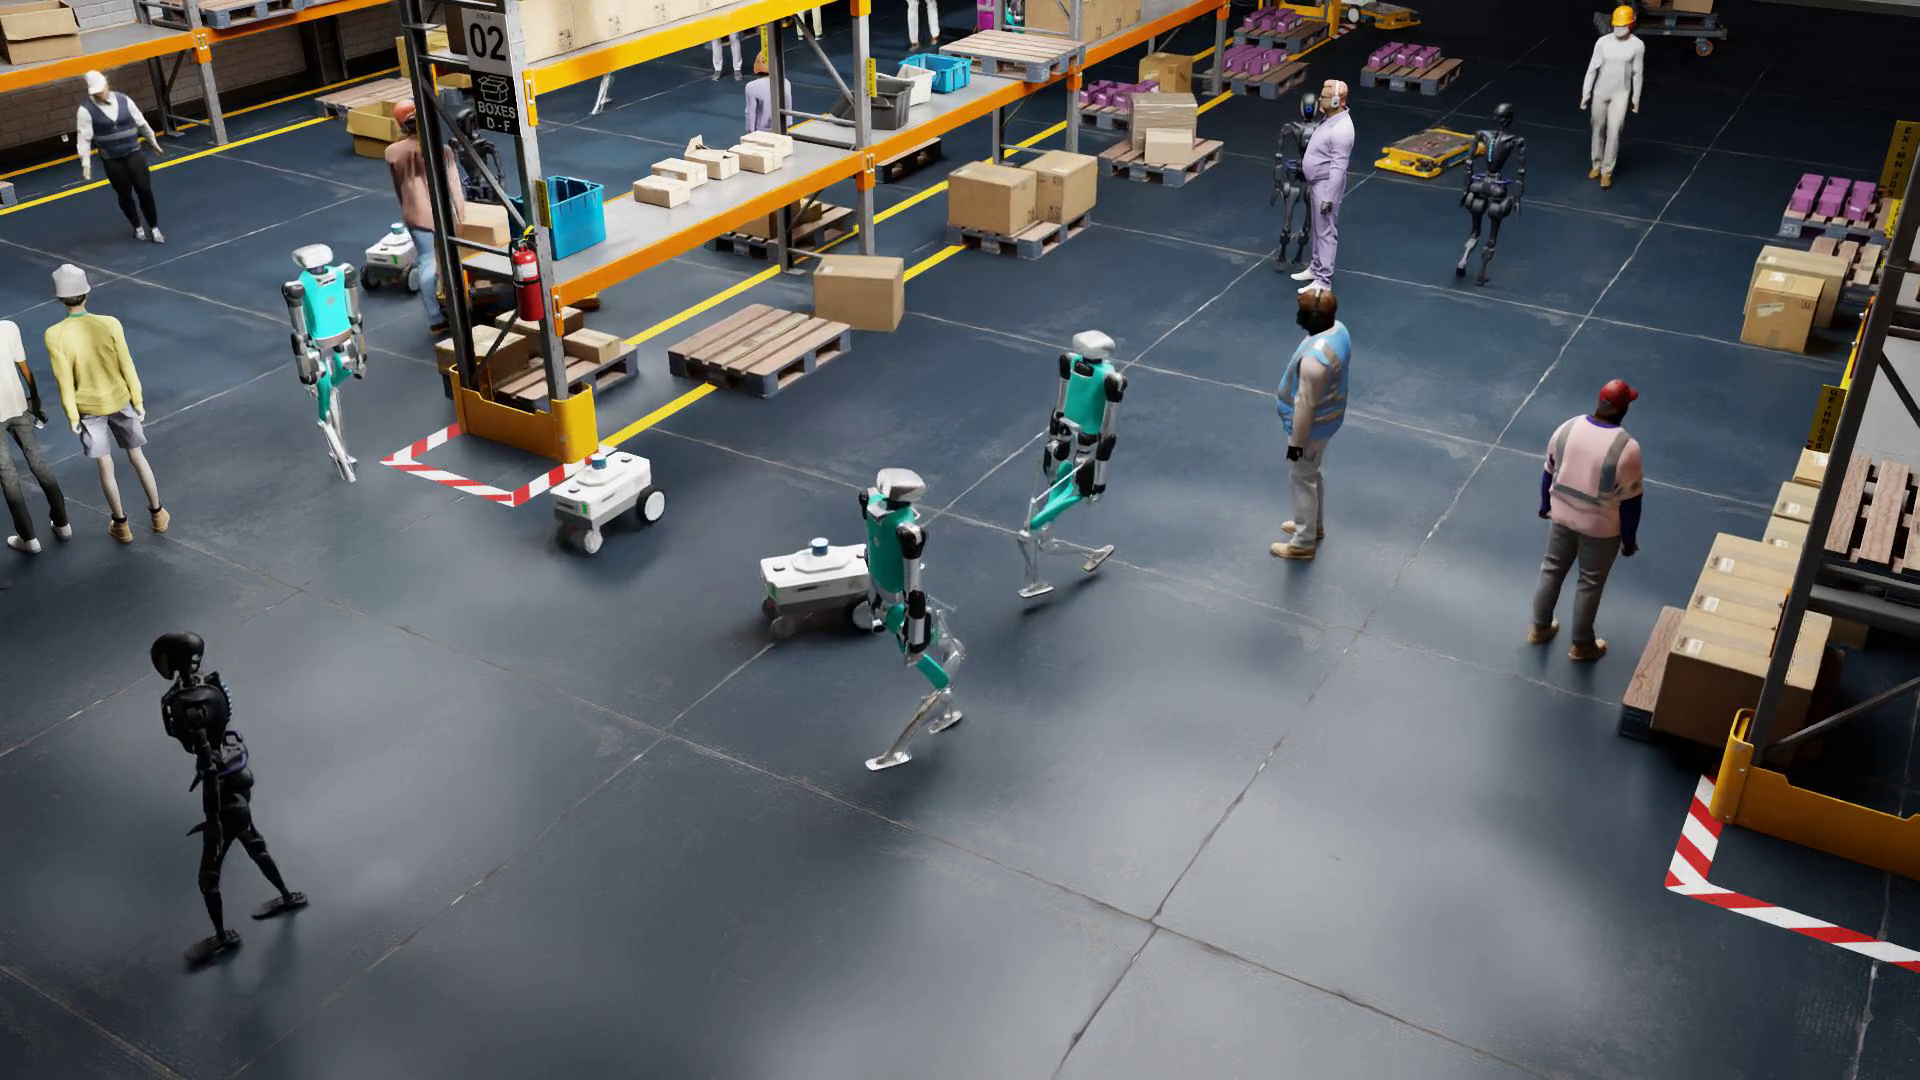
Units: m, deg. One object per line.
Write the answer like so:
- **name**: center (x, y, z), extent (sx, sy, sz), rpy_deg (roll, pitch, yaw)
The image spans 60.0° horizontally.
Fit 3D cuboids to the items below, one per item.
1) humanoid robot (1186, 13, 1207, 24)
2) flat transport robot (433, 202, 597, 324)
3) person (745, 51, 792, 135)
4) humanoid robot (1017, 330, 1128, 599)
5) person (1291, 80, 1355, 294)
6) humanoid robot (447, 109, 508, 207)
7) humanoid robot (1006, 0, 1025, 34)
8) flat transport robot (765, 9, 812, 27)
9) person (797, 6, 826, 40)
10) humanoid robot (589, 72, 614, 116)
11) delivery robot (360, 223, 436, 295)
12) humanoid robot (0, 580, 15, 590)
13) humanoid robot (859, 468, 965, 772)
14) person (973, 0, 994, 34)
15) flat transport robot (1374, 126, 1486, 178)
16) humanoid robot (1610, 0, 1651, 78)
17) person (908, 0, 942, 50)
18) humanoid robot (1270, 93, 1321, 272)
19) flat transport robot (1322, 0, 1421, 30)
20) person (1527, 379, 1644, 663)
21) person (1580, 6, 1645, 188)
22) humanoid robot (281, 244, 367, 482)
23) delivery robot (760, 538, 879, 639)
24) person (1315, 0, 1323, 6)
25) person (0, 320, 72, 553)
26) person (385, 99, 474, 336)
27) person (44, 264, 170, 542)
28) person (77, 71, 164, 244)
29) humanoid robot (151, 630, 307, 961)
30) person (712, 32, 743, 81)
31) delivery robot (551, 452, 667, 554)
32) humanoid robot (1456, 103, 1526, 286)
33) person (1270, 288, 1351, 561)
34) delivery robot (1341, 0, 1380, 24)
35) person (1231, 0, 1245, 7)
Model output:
- **humanoid robot**: center (3.478, -8.402, 24.429), extent (0.544, 1.897, 0.762), rpy_deg (16, 33, 26)
- **flat transport robot**: center (-4.006, -2.180, 14.798), extent (1.431, 0.231, 0.659), rpy_deg (-11, 31, -18)
- **person**: center (-1.931, -4.137, 16.878), extent (0.497, 1.627, 0.288), rpy_deg (-17, 33, -27)
- **humanoid robot**: center (0.581, -0.390, 10.144), extent (1.025, 1.709, 0.531), rpy_deg (-20, 35, -31)
- **person**: center (3.243, -3.144, 14.841), extent (0.412, 1.909, 0.637), rpy_deg (1, 30, 2)
- **humanoid robot**: center (-4.274, -3.056, 14.917), extent (0.603, 1.644, 0.337), rpy_deg (9, 31, 15)
- **humanoid robot**: center (0.715, -6.961, 21.779), extent (0.553, 1.763, 0.876), rpy_deg (26, 38, 38)
- **flat transport robot**: center (-2.675, -7.958, 25.020), extent (0.659, 0.231, 1.431), rpy_deg (7, 30, 13)
- **person**: center (-2.166, -8.012, 23.607), extent (0.571, 1.747, 0.340), rpy_deg (3, 30, 6)
- **humanoid robot**: center (-4.395, -6.111, 20.271), extent (0.533, 1.769, 0.861), rpy_deg (17, 34, 28)
- **delivery robot**: center (-5.119, -2.584, 15.240), extent (0.499, 0.612, 0.813), rpy_deg (8, 30, 13)
- **humanoid robot**: center (-6.186, -0.396, 10.207), extent (0.380, 1.656, 0.591), rpy_deg (2, 30, 3)
- **humanoid robot**: center (-0.146, 0.385, 8.788), extent (0.881, 1.779, 0.564), rpy_deg (-16, 33, -26)
- **person**: center (0.349, -6.381, 20.625), extent (0.340, 1.847, 0.509), rpy_deg (-15, 33, -25)
- **flat transport robot**: center (5.301, -4.348, 18.633), extent (0.659, 0.231, 1.431), rpy_deg (24, 37, 36)
- **humanoid robot**: center (8.752, -6.775, 21.551), extent (0.743, 1.646, 0.609), rpy_deg (25, 38, 37)
- **person**: center (-0.542, -7.839, 23.145), extent (0.657, 1.902, 0.765), rpy_deg (7, 30, 13)
- **humanoid robot**: center (3.177, -3.281, 15.313), extent (0.612, 1.655, 0.368), rpy_deg (1, 29, 2)
- **flat transport robot**: center (6.124, -7.875, 24.871), extent (0.659, 0.231, 1.431), rpy_deg (-19, 35, -30)
- **person**: center (3.645, -0.119, 9.644), extent (0.420, 1.750, 0.622), rpy_deg (-22, 36, -34)
- **person**: center (6.879, -4.682, 17.607), extent (0.566, 1.860, 0.854), rpy_deg (15, 33, 25)
- **humanoid robot**: center (-4.521, -1.253, 11.705), extent (0.767, 1.813, 0.538), rpy_deg (22, 36, 33)
- **delivery robot**: center (-0.829, 0.272, 10.181), extent (0.807, 0.606, 0.499), rpy_deg (-9, 31, -15)
- **person**: center (5.727, -9.165, 25.557), extent (0.430, 1.842, 0.625), rpy_deg (14, 32, 23)
- **person**: center (-6.184, -0.799, 10.731), extent (0.309, 1.868, 0.531), rpy_deg (21, 36, 32)
- **person**: center (-4.475, -2.788, 14.189), extent (0.629, 1.927, 0.969), rpy_deg (0, 29, 0)
- **person**: center (-5.585, -0.877, 10.849), extent (0.487, 1.888, 0.397), rpy_deg (-19, 34, -30)
- **person**: center (-8.052, -3.672, 15.968), extent (0.784, 1.709, 0.616), rpy_deg (-20, 35, -31)
- **humanoid robot**: center (-3.407, 1.119, 7.539), extent (0.567, 1.640, 0.589), rpy_deg (-14, 32, -23)
- **person**: center (-3.064, -6.941, 21.528), extent (0.481, 1.944, 0.433), rpy_deg (2, 30, 3)
- **delivery robot**: center (-2.392, -0.305, 11.185), extent (0.499, 0.589, 0.782), rpy_deg (16, 33, 27)
- **humanoid robot**: center (4.785, -3.111, 15.011), extent (0.609, 1.642, 0.374), rpy_deg (23, 37, 34)
- **person**: center (2.235, -0.747, 10.676), extent (0.431, 1.831, 0.628), rpy_deg (12, 32, 20)
- **delivery robot**: center (5.890, -8.067, 24.914), extent (0.499, 0.587, 0.785), rpy_deg (-21, 36, -33)
- **person**: center (4.625, -8.967, 25.360), extent (0.890, 1.692, 0.544), rpy_deg (-10, 31, -17)
